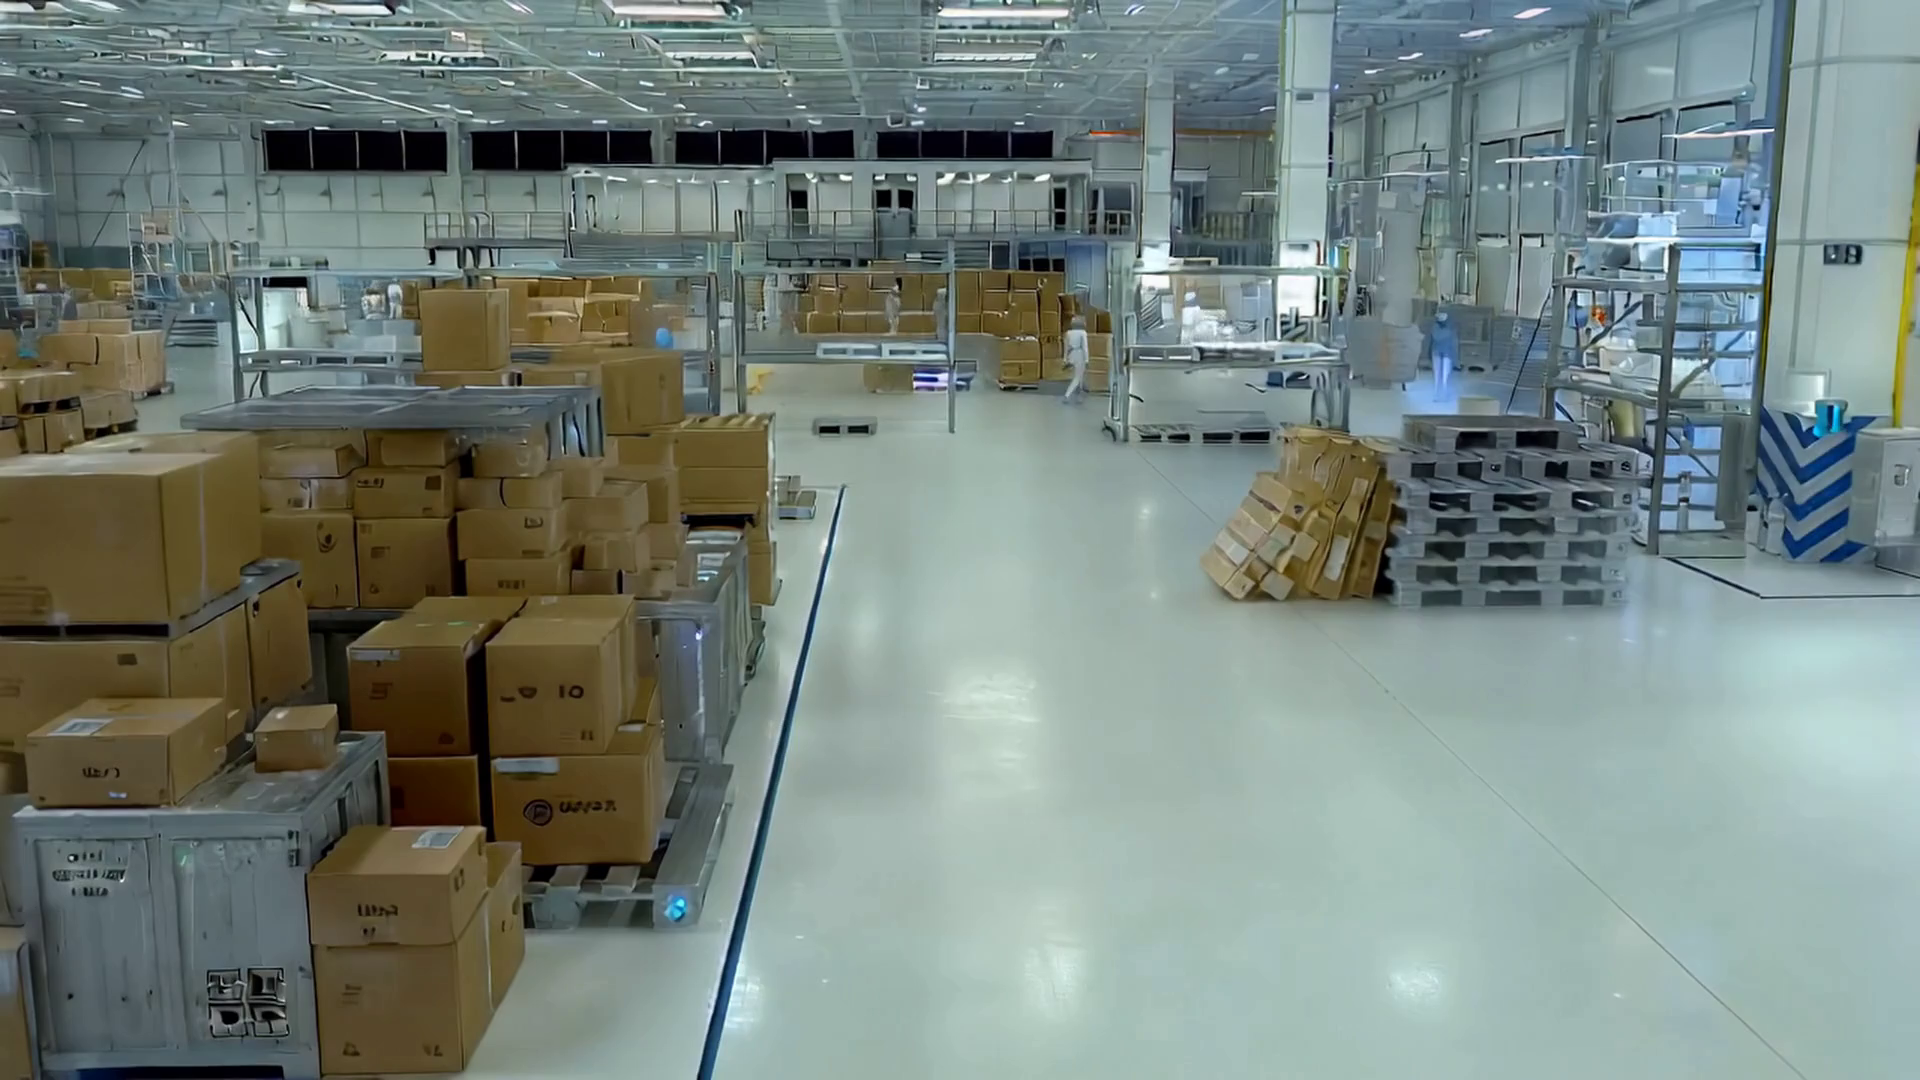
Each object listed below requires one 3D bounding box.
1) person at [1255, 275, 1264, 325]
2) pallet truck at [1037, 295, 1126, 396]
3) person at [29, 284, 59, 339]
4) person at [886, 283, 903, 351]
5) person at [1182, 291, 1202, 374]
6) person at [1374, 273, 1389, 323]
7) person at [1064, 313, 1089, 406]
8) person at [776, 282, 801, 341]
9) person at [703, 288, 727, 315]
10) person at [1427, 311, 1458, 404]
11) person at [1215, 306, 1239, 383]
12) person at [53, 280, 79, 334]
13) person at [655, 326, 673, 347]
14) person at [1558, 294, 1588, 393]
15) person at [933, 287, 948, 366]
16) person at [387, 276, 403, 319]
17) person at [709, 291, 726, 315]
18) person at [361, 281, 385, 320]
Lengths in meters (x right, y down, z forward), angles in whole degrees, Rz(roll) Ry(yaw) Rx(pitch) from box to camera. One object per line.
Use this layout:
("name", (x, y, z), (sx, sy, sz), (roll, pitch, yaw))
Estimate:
("person", (10.938, -8.855, 60.924), (0.351, 1.942, 0.547), (5, 11, 27))
("pallet truck", (2.483, -3.881, 33.060), (1.885, 1.965, 0.823), (-7, 13, -36))
("person", (-28.482, -7.091, 51.700), (0.537, 1.712, 0.917), (7, 12, 34))
("person", (-1.908, -6.251, 46.562), (0.753, 1.904, 0.594), (6, 12, 32))
("person", (5.329, -4.767, 38.265), (0.487, 1.906, 0.583), (-9, 14, -42))
("person", (14.225, -8.036, 56.246), (0.645, 1.981, 0.424), (-9, 13, -41))
("person", (2.130, -3.312, 30.647), (0.494, 1.720, 0.688), (8, 13, 39))
("person", (-5.234, -6.946, 50.689), (0.915, 1.815, 0.625), (10, 14, 43))
("person", (-6.516, -5.775, 44.155), (0.656, 1.798, 0.949), (-3, 11, -17))
("person", (9.030, -3.416, 31.159), (0.543, 1.749, 0.460), (5, 11, 25))
("person", (5.765, -4.233, 35.957), (0.538, 1.645, 0.884), (1, 10, 4))
("person", (-23.295, -5.762, 43.420), (0.536, 2.000, 0.684), (0, 10, -3))
("person", (-4.195, -2.120, 23.700), (0.516, 1.847, 0.331), (-3, 11, -17))
("person", (12.333, -3.937, 33.421), (0.610, 1.985, 0.415), (1, 10, 6))
("person", (-0.462, -5.235, 40.766), (0.366, 1.938, 0.630), (4, 11, 23))
("person", (-19.885, -8.378, 58.498), (0.575, 1.863, 0.864), (1, 10, 6))
("person", (-6.048, -5.291, 41.447), (0.493, 1.815, 0.995), (0, 10, -1))
("person", (-14.923, -5.570, 42.371), (0.605, 2.033, 0.392), (-9, 13, -40))
